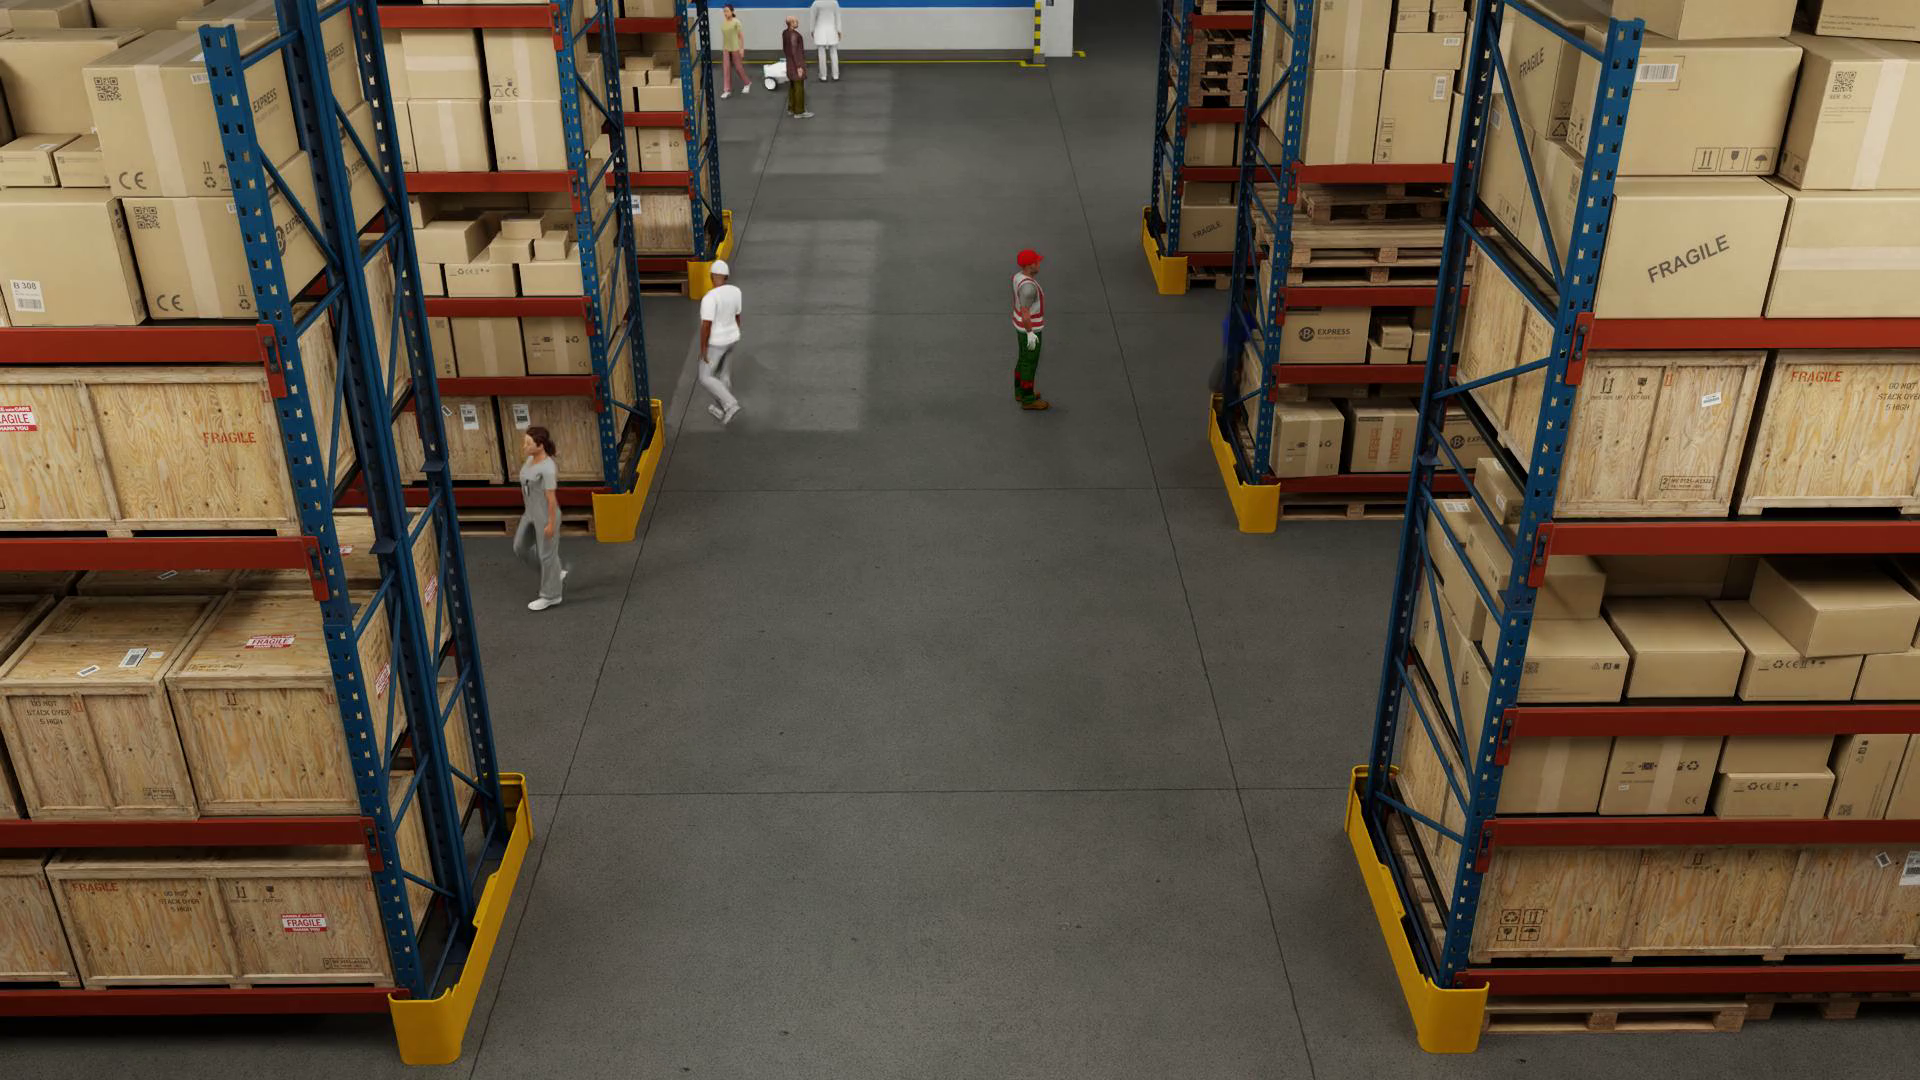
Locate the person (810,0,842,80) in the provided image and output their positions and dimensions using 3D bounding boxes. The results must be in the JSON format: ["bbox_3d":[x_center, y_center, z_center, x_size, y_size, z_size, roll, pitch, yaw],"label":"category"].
[{"bbox_3d":[-2.590,-9.806,32.075,0.603,1.787,0.447,-6,29,-11],"label":"person"}]

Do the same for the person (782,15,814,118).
[{"bbox_3d":[-2.885,-8.440,29.588,0.407,1.780,0.574,-13,31,-23],"label":"person"}]

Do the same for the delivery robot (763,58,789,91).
[{"bbox_3d":[-3.428,-8.809,31.710,0.750,0.535,0.667,-1,28,-1],"label":"delivery robot"}]

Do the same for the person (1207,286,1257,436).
[{"bbox_3d":[2.945,-1.903,17.549,0.481,1.656,0.481,-13,31,-22],"label":"person"}]

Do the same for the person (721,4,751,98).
[{"bbox_3d":[-4.222,-9.148,31.027,0.456,1.665,0.787,10,30,18],"label":"person"}]

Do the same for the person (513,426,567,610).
[{"bbox_3d":[-3.610,-0.185,14.329,0.453,1.671,0.455,-20,34,-33],"label":"person"}]

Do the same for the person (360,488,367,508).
[{"bbox_3d":[-4.580,0.186,13.652,0.490,1.679,0.465,-19,34,-31],"label":"person"}]

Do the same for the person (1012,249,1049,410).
[{"bbox_3d":[0.773,-2.320,18.193,0.374,1.795,0.548,-6,29,-11],"label":"person"}]

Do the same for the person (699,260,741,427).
[{"bbox_3d":[-2.520,-2.103,17.826,0.692,1.759,0.644,19,34,31],"label":"person"}]
